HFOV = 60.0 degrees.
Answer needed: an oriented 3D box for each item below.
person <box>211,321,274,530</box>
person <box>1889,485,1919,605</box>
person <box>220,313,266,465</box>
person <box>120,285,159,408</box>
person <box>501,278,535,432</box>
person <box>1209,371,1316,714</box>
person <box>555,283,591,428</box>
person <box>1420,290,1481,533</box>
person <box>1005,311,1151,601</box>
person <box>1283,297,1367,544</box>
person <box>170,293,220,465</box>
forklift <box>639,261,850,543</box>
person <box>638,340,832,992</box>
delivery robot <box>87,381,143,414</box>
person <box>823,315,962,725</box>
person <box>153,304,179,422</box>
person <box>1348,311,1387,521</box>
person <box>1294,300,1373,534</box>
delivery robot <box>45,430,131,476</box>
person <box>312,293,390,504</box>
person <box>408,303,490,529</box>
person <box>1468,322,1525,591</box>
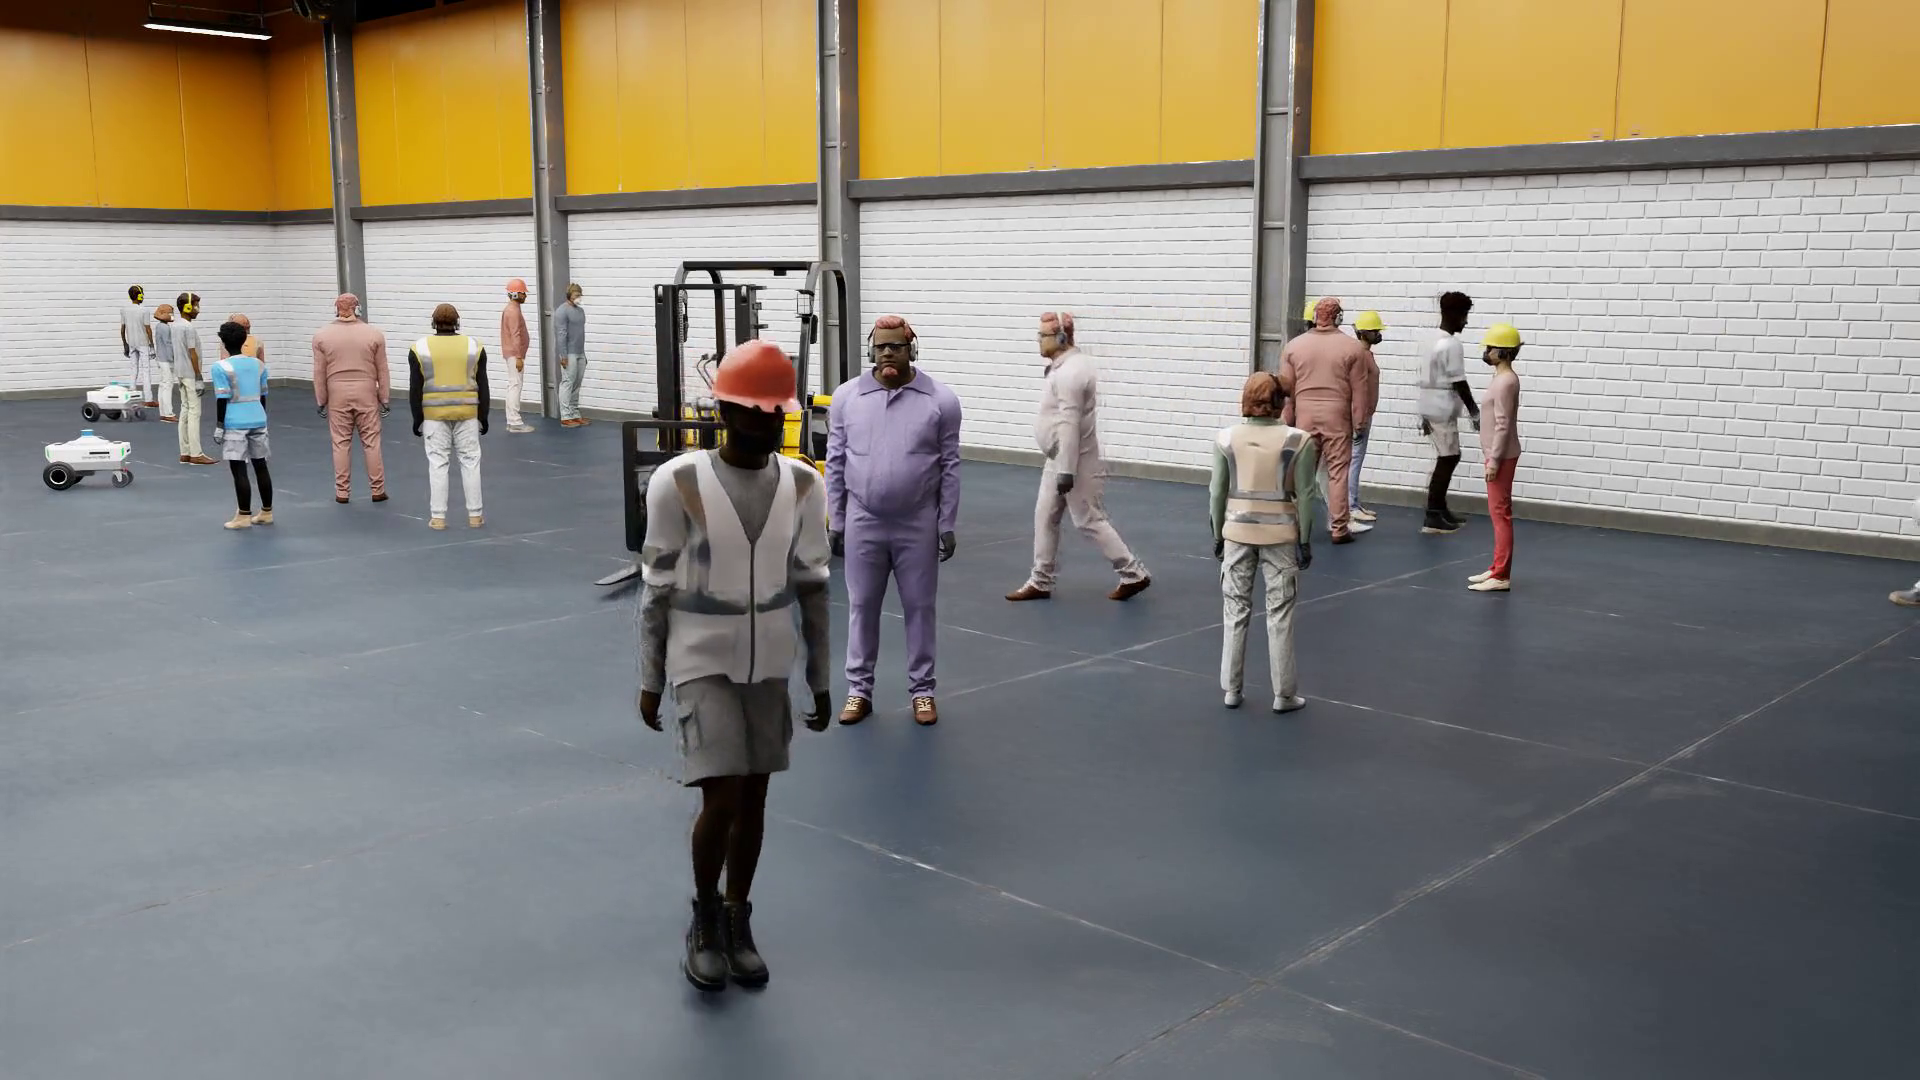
[{"bbox_3d":[-5.847,-0.927,13.539,0.321,1.698,0.537,4,10,23],"label":"person"},{"bbox_3d":[6.246,-0.504,10.410,0.601,1.872,0.603,2,9,12],"label":"person"},{"bbox_3d":[-7.771,-1.635,18.062,0.306,1.640,0.522,6,11,34],"label":"person"},{"bbox_3d":[-12.550,-2.952,25.437,0.536,1.869,0.312,2,9,10],"label":"person"},{"bbox_3d":[-5.761,-2.398,21.655,0.397,1.992,0.622,-4,10,-21],"label":"person"},{"bbox_3d":[1.441,0.014,7.966,0.514,1.636,0.315,5,10,27],"label":"person"},{"bbox_3d":[-5.202,-2.480,22.351,0.357,1.930,0.635,2,10,14],"label":"person"},{"bbox_3d":[3.944,-1.014,13.310,0.515,1.942,0.624,0,9,2],"label":"person"},{"bbox_3d":[0.765,-0.518,10.535,0.877,1.871,0.645,-1,9,-6],"label":"person"},{"bbox_3d":[2.822,-0.920,12.868,0.644,1.907,0.400,4,10,26],"label":"person"},{"bbox_3d":[-8.351,-1.747,18.066,0.520,1.865,0.328,9,13,42],"label":"person"},{"bbox_3d":[-1.552,-1.040,12.721,1.214,2.155,2.313,2,9,11],"label":"forklift"},{"bbox_3d":[-0.629,0.381,4.848,0.562,1.913,0.504,-5,11,-30],"label":"person"},{"bbox_3d":[-11.748,-1.969,23.116,0.707,0.478,0.477,3,10,14],"label":"delivery robot"},{"bbox_3d":[-0.316,-0.085,7.744,0.643,1.909,0.410,0,9,2],"label":"person"},{"bbox_3d":[-10.995,-2.448,23.067,0.285,1.632,0.499,-7,12,-37],"label":"person"},{"bbox_3d":[3.429,-1.052,14.104,0.314,1.769,0.524,3,10,15],"label":"person"},{"bbox_3d":[2.804,-0.987,13.383,1.003,1.883,0.604,2,10,13],"label":"person"},{"bbox_3d":[-8.458,-0.829,16.152,0.707,0.478,0.477,-3,10,-17],"label":"delivery robot"},{"bbox_3d":[-5.508,-1.280,15.098,0.650,1.898,0.401,-3,10,-18],"label":"person"},{"bbox_3d":[-4.165,-1.006,13.591,0.634,1.842,0.429,-4,10,-23],"label":"person"},{"bbox_3d":[3.542,-0.543,10.977,0.305,1.772,0.525,3,10,18],"label":"person"}]
